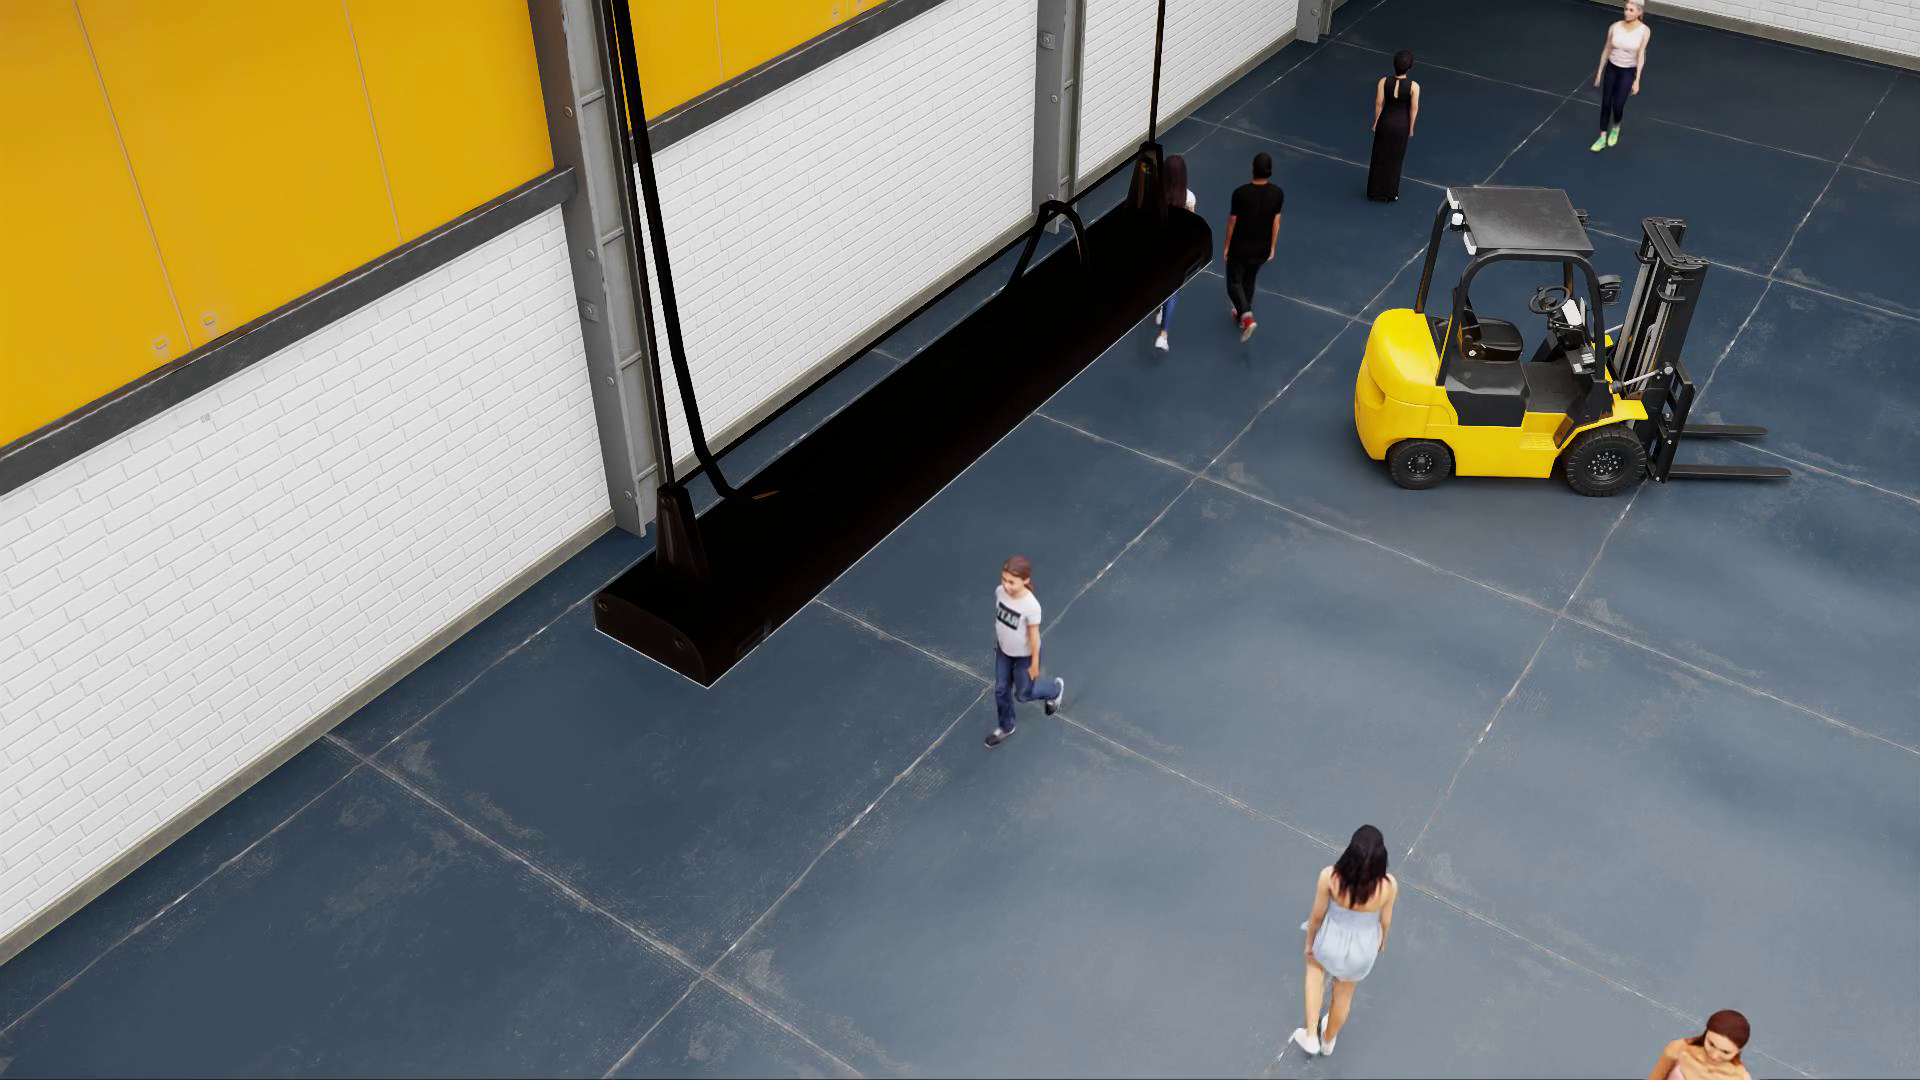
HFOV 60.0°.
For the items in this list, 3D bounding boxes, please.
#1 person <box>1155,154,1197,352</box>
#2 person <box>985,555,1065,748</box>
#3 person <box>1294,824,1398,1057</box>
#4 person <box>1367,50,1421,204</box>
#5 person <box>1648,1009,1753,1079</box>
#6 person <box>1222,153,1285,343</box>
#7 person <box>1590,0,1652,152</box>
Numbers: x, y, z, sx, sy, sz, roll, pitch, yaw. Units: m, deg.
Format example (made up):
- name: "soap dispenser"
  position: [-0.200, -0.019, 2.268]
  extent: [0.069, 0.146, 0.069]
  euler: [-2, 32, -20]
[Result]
- name: "person"
  position: [1.816, -2.483, 14.610]
  extent: [0.885, 1.735, 1.205]
  euler: [9, 40, 12]
- name: "person"
  position: [0.418, 0.675, 10.810]
  extent: [0.895, 1.543, 0.636]
  euler: [-30, 48, -32]
- name: "person"
  position: [2.033, 2.195, 8.762]
  extent: [0.718, 1.723, 0.775]
  euler: [7, 39, 9]
- name: "person"
  position: [4.378, -4.175, 16.835]
  extent: [0.619, 1.604, 0.577]
  euler: [14, 41, 17]
- name: "person"
  position: [3.478, 2.782, 7.947]
  extent: [0.575, 1.823, 0.567]
  euler: [23, 44, 26]
- name: "person"
  position: [2.576, -2.551, 14.697]
  extent: [0.997, 1.734, 1.039]
  euler: [-7, 39, -9]
- name: "person"
  position: [7.094, -4.995, 17.795]
  extent: [0.642, 1.686, 0.668]
  euler: [27, 46, 30]
